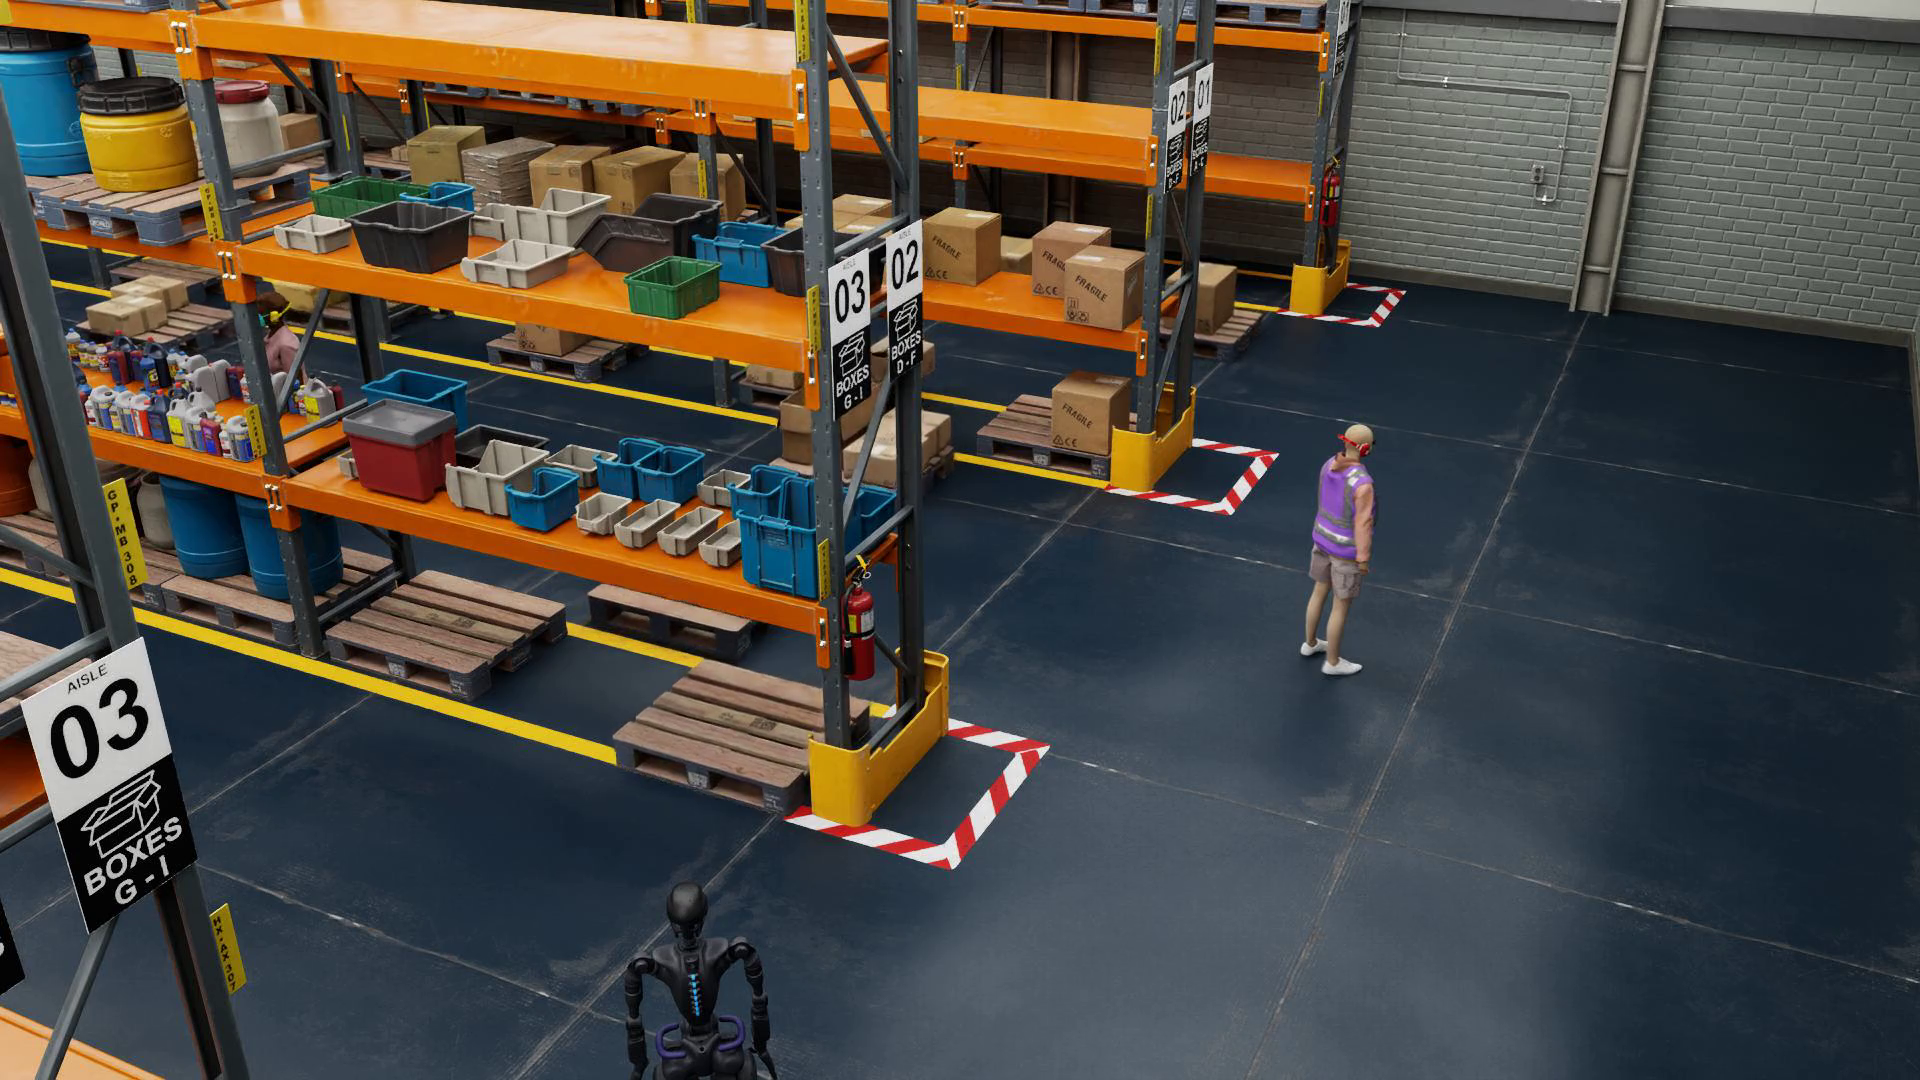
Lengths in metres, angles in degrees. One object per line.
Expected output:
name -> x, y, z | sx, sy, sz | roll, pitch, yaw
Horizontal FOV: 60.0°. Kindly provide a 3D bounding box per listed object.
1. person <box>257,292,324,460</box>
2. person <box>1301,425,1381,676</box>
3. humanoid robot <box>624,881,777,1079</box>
person -> -5.080, -1.015, 12.633 | 0.333, 1.801, 0.523 | -18, 31, -32
person -> 2.426, 0.058, 10.588 | 0.350, 1.688, 0.489 | -11, 28, -21
humanoid robot -> -1.024, 2.050, 6.546 | 0.599, 1.657, 0.315 | -6, 27, -11
